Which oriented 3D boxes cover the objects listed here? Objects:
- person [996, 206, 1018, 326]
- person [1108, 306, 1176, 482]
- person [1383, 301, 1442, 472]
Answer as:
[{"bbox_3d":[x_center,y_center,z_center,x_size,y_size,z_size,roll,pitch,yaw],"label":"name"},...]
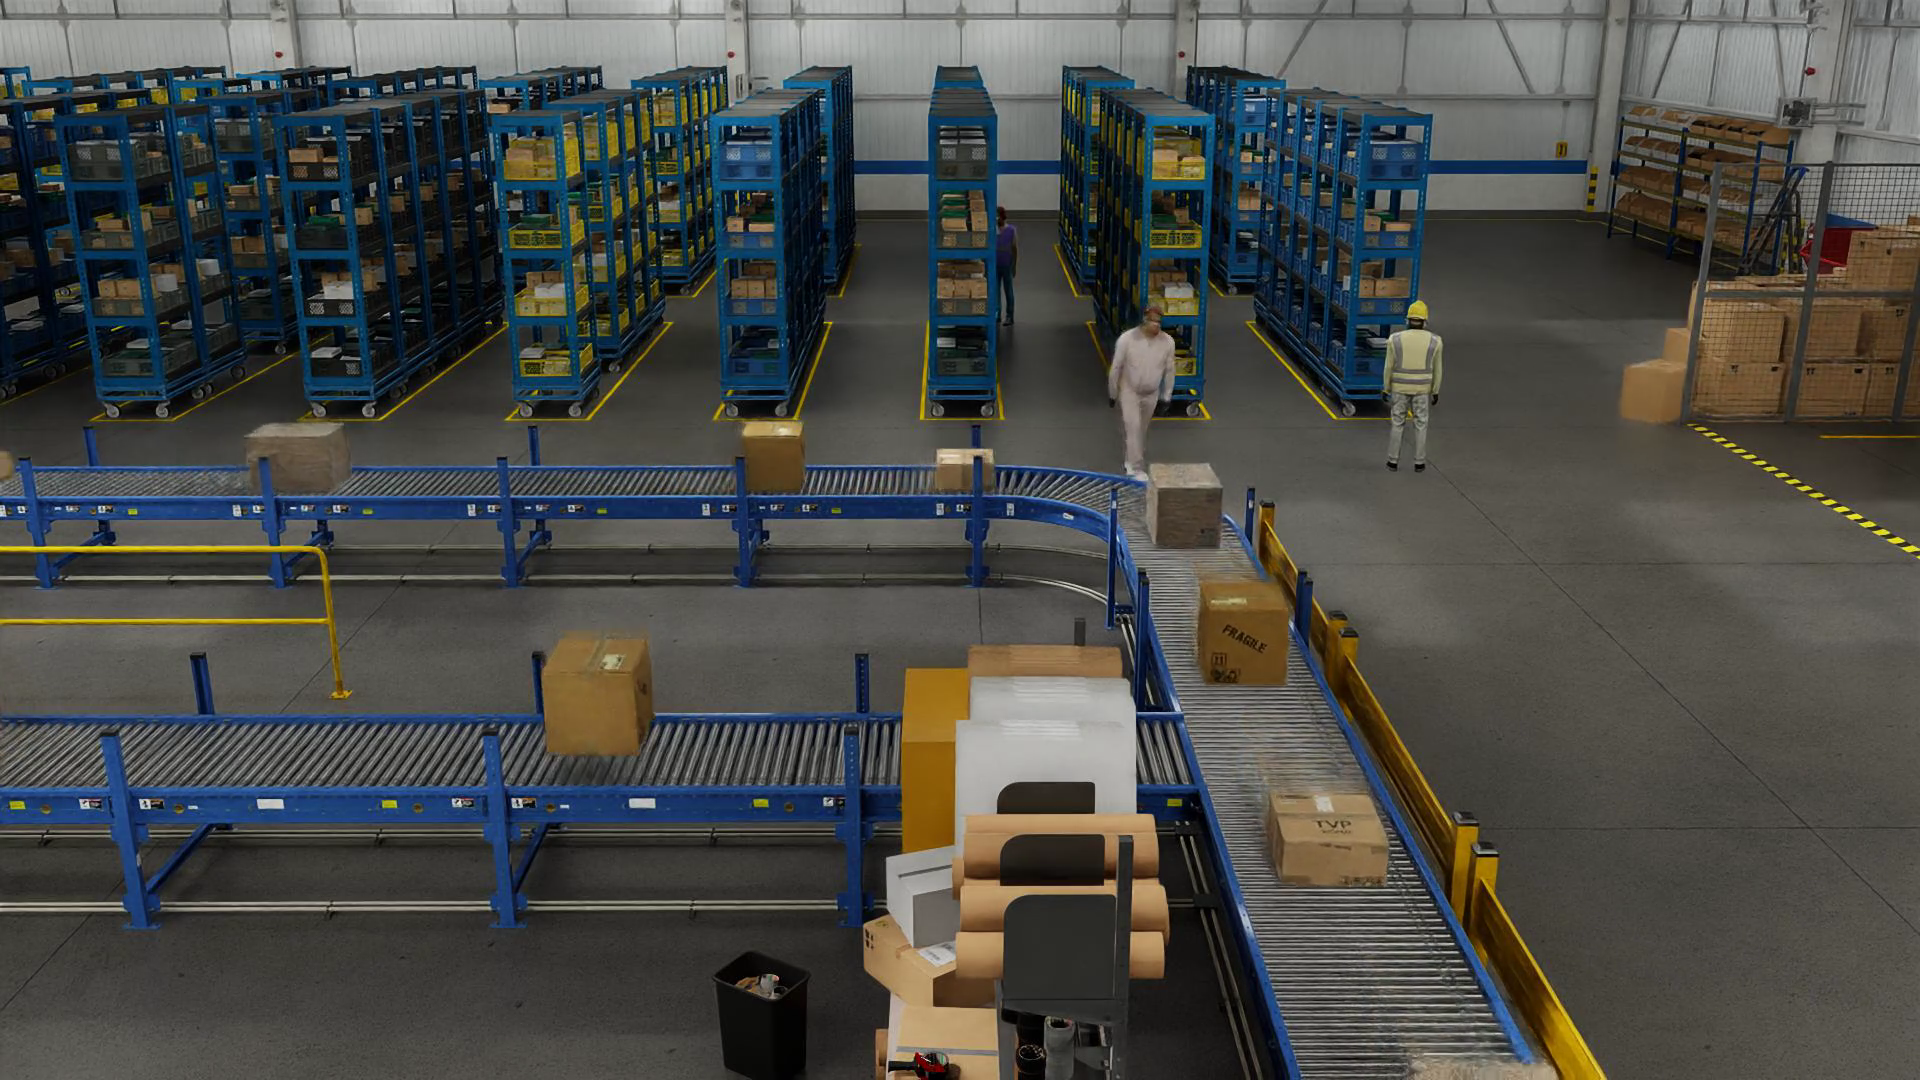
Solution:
[{"bbox_3d":[0.639,-4.254,25.784,0.572,1.831,0.405,11,21,30],"label":"person"},{"bbox_3d":[1.903,-1.510,17.289,0.671,1.854,0.927,-5,19,-14],"label":"person"},{"bbox_3d":[4.797,-1.626,17.681,0.600,1.830,0.404,3,18,10],"label":"person"}]
